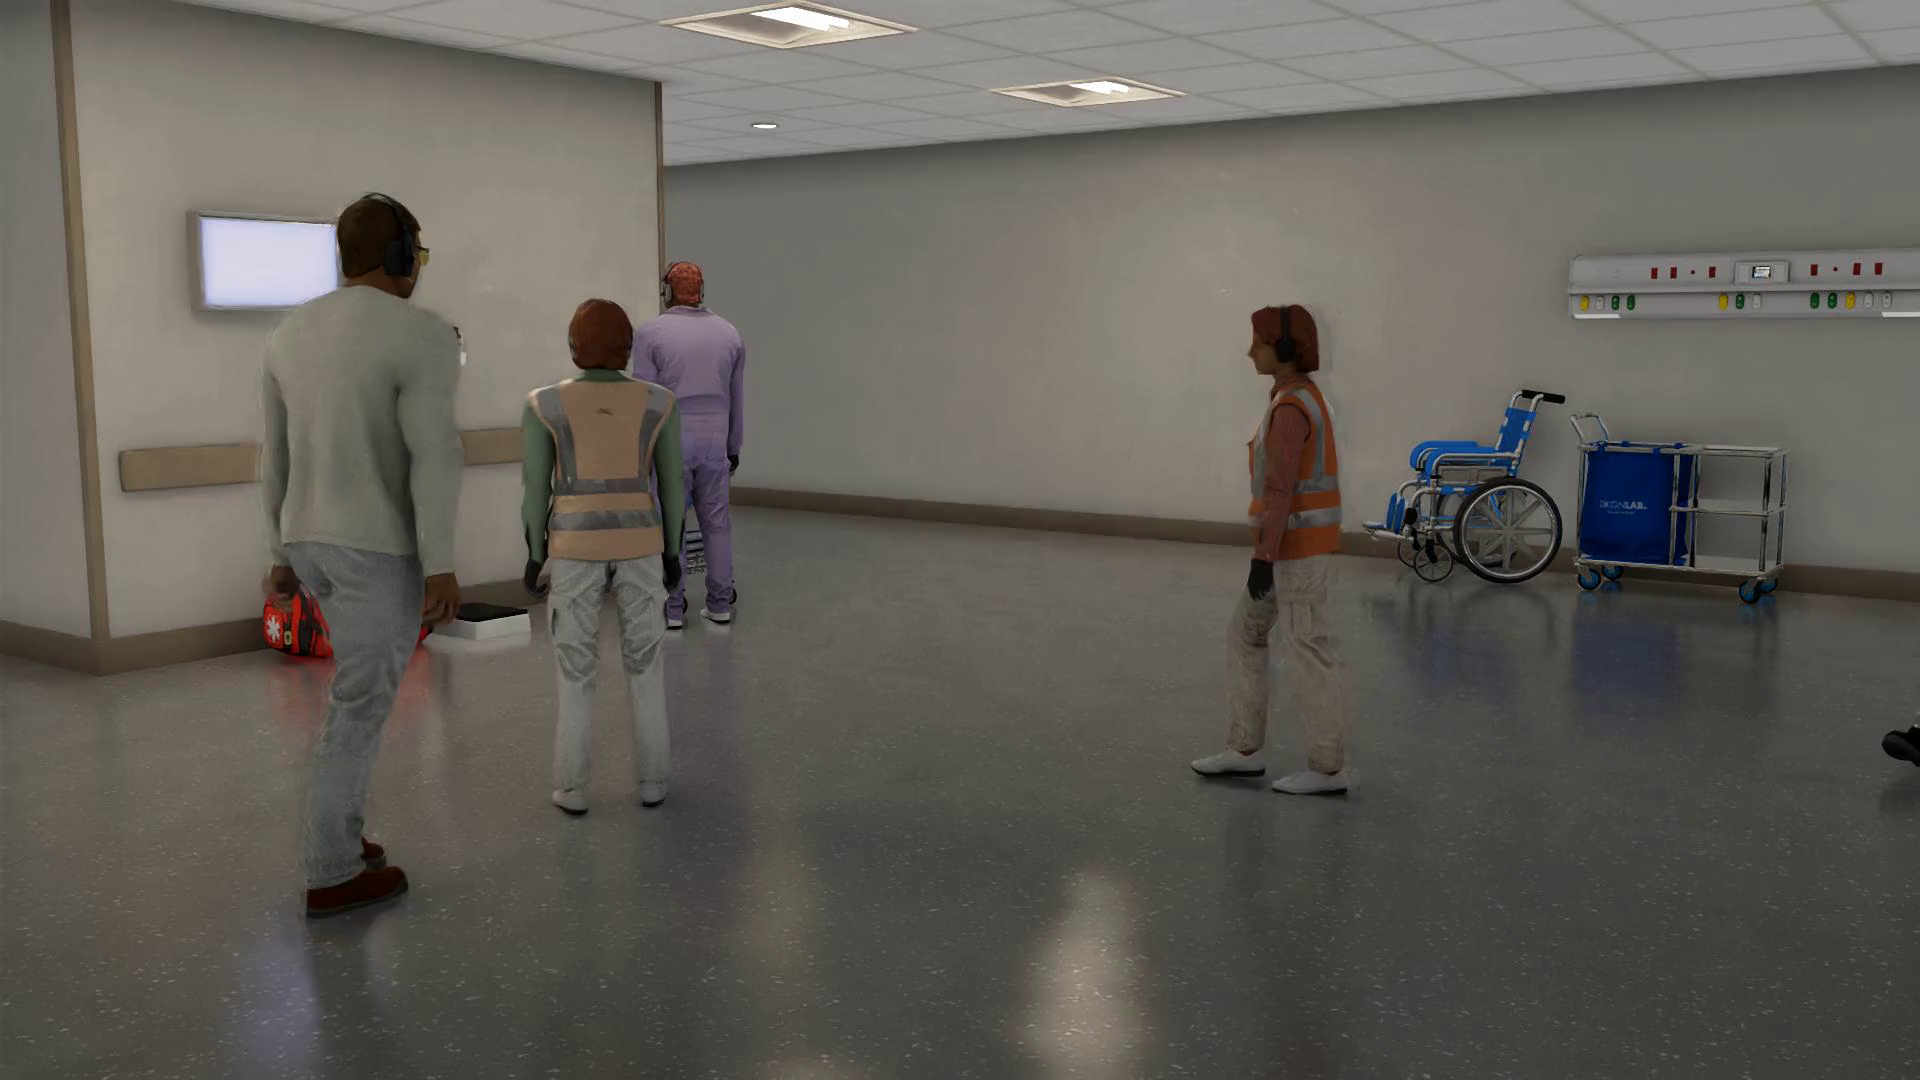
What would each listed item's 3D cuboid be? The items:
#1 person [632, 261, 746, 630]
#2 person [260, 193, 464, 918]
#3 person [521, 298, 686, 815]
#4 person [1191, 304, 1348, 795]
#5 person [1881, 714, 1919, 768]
[{"bbox_3d":[-1.429,-0.489,8.664,0.650,1.903,0.398,-6,9,-39],"label":"person"},{"bbox_3d":[-1.608,0.036,4.443,0.633,1.905,0.527,5,8,33],"label":"person"},{"bbox_3d":[-1.128,0.056,5.305,0.517,1.640,0.309,-3,8,-19],"label":"person"},{"bbox_3d":[1.001,0.041,5.480,0.656,1.609,0.551,2,7,12],"label":"person"},{"bbox_3d":[3.658,-0.058,5.666,0.930,1.772,0.596,-3,8,-20],"label":"person"}]
